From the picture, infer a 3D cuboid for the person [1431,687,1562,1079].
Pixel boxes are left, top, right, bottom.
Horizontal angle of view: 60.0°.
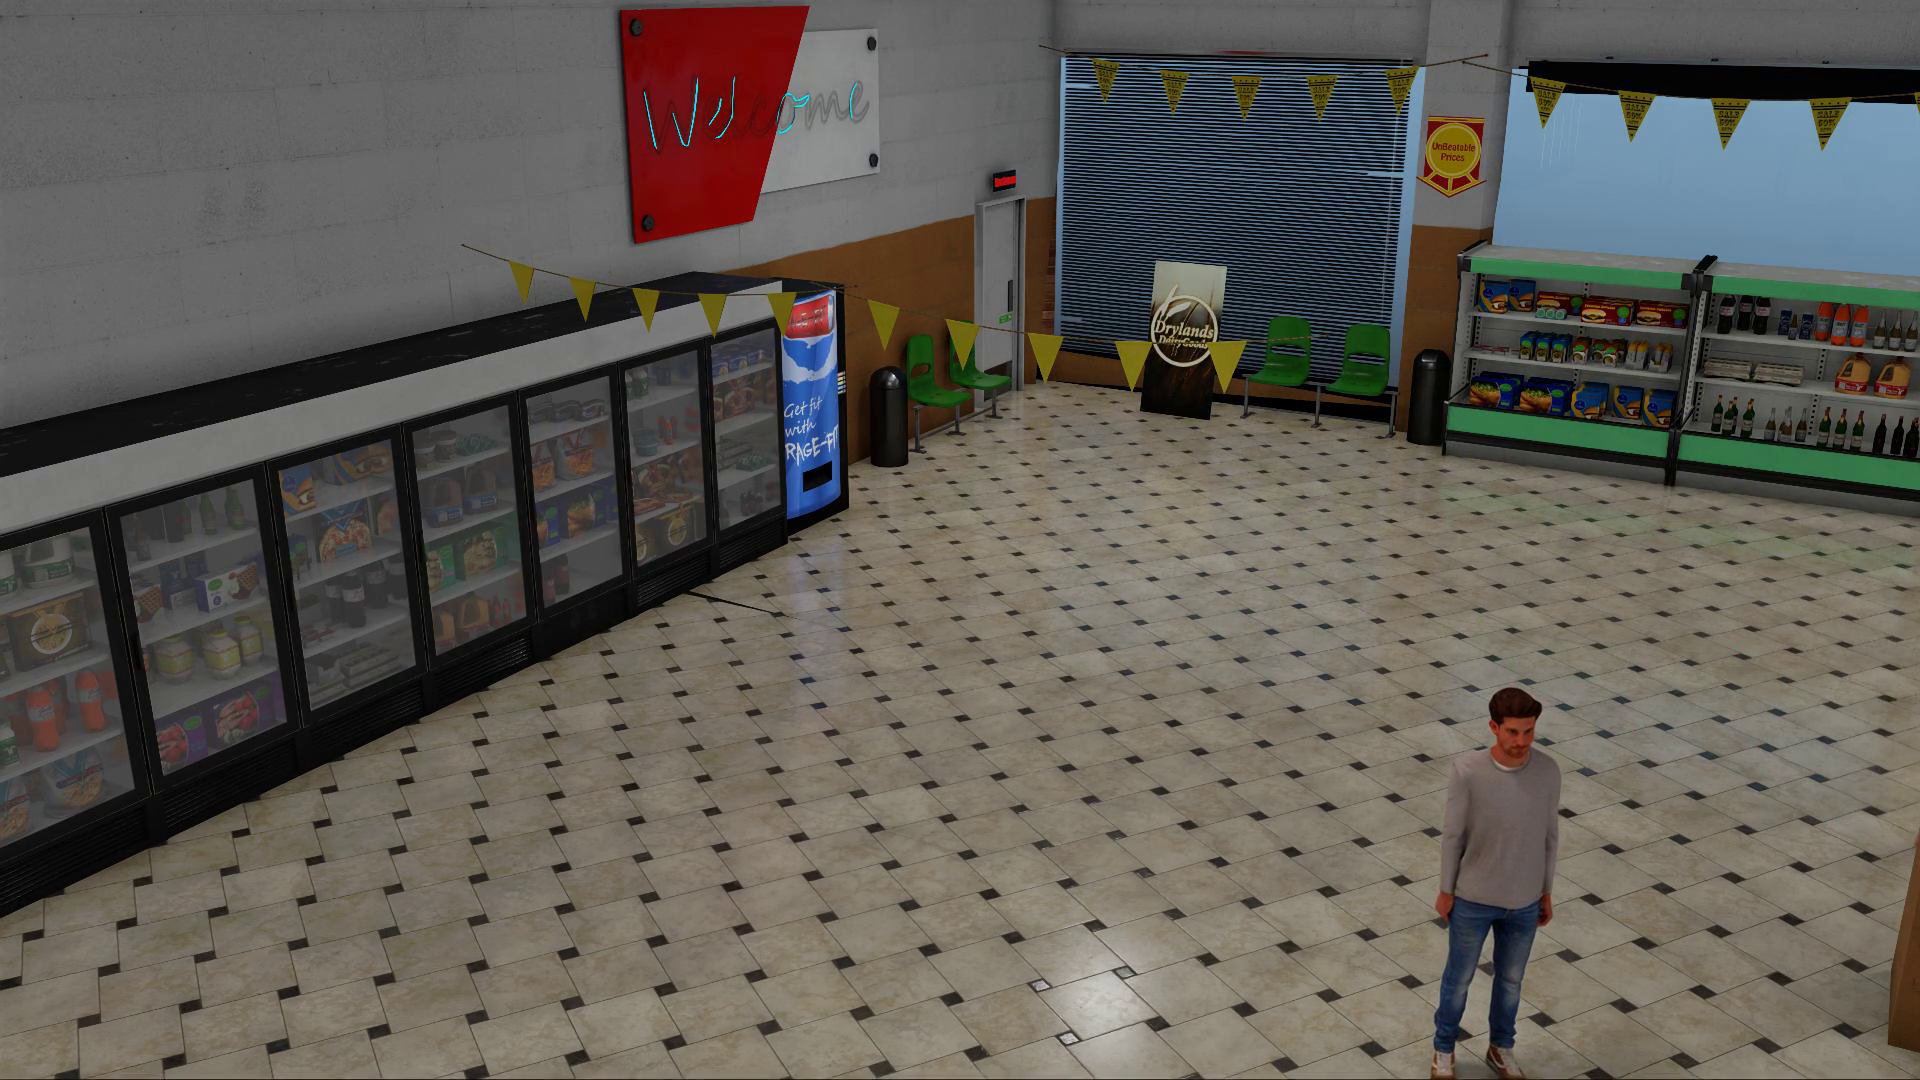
[{"bbox_3d":[2.303,1.500,7.158,0.695,1.898,0.800,-1,19,-3],"label":"person"}]
